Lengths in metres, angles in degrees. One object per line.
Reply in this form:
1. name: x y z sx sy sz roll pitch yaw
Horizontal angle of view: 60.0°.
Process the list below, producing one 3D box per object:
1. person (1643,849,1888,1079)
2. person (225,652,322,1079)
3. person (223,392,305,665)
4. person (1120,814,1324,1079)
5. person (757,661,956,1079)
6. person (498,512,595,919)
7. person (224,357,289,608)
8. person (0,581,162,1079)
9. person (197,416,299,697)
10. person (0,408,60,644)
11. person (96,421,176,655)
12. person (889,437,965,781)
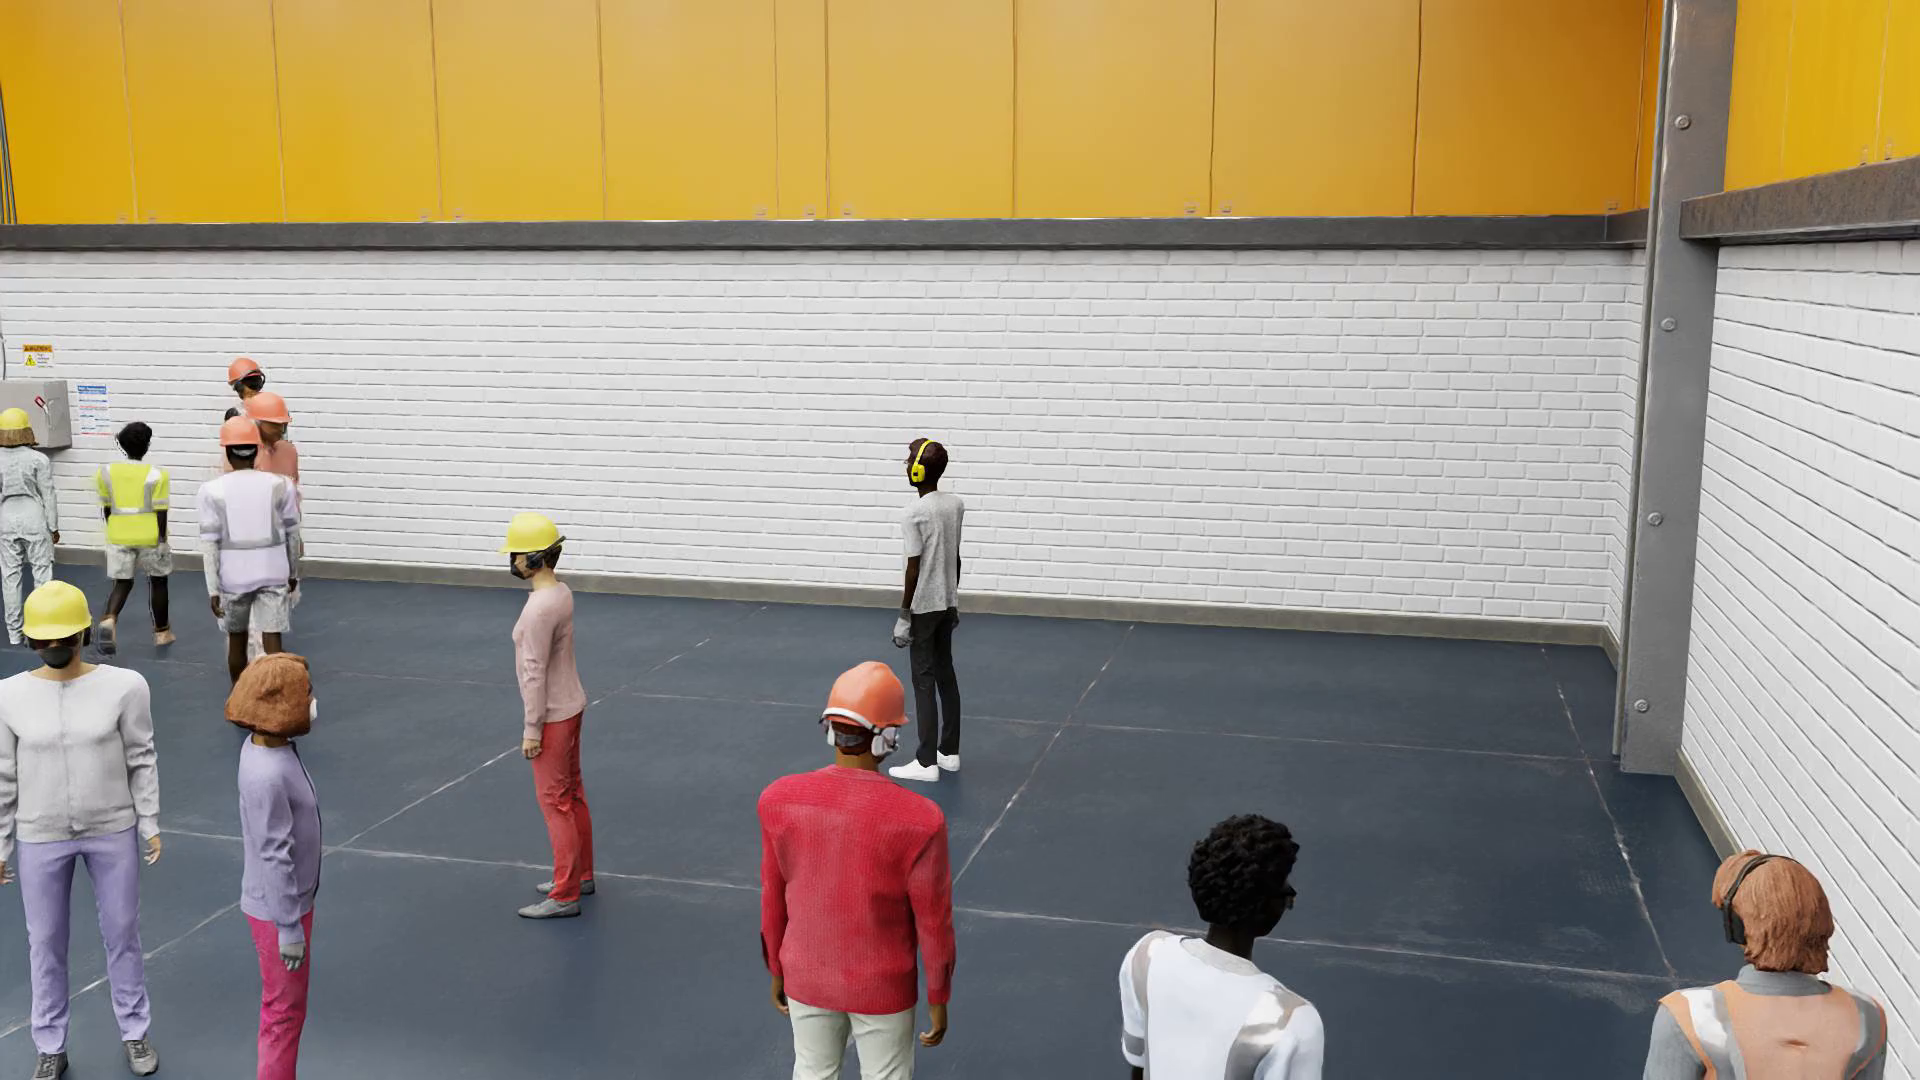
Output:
1. person: 1.641 1.446 3.463 0.527 1.631 0.321 -1 10 -7
2. person: -2.099 1.151 5.193 0.278 1.632 0.507 -4 10 -21
3. person: -4.651 -0.011 11.064 0.619 1.966 0.649 3 10 17
4. person: 0.550 1.405 3.543 0.320 1.683 0.541 -8 12 -39
5. person: -0.276 1.195 4.630 0.573 1.738 0.351 3 10 18
6. person: -1.791 0.752 7.184 0.341 1.757 0.518 -1 10 -3
7. person: -5.722 -0.462 13.516 0.392 2.033 0.605 4 10 22
8. person: -3.011 1.004 5.672 0.533 1.766 0.313 -5 11 -27
9. person: -4.235 0.209 9.958 0.548 1.904 0.898 -4 11 -24
10. person: -6.879 -0.101 12.239 0.485 1.745 0.292 -1 10 -7
11. person: -5.896 -0.005 11.869 0.527 1.674 0.690 -1 10 -4
12. person: -0.181 0.376 9.051 0.328 1.876 0.514 7 12 34
